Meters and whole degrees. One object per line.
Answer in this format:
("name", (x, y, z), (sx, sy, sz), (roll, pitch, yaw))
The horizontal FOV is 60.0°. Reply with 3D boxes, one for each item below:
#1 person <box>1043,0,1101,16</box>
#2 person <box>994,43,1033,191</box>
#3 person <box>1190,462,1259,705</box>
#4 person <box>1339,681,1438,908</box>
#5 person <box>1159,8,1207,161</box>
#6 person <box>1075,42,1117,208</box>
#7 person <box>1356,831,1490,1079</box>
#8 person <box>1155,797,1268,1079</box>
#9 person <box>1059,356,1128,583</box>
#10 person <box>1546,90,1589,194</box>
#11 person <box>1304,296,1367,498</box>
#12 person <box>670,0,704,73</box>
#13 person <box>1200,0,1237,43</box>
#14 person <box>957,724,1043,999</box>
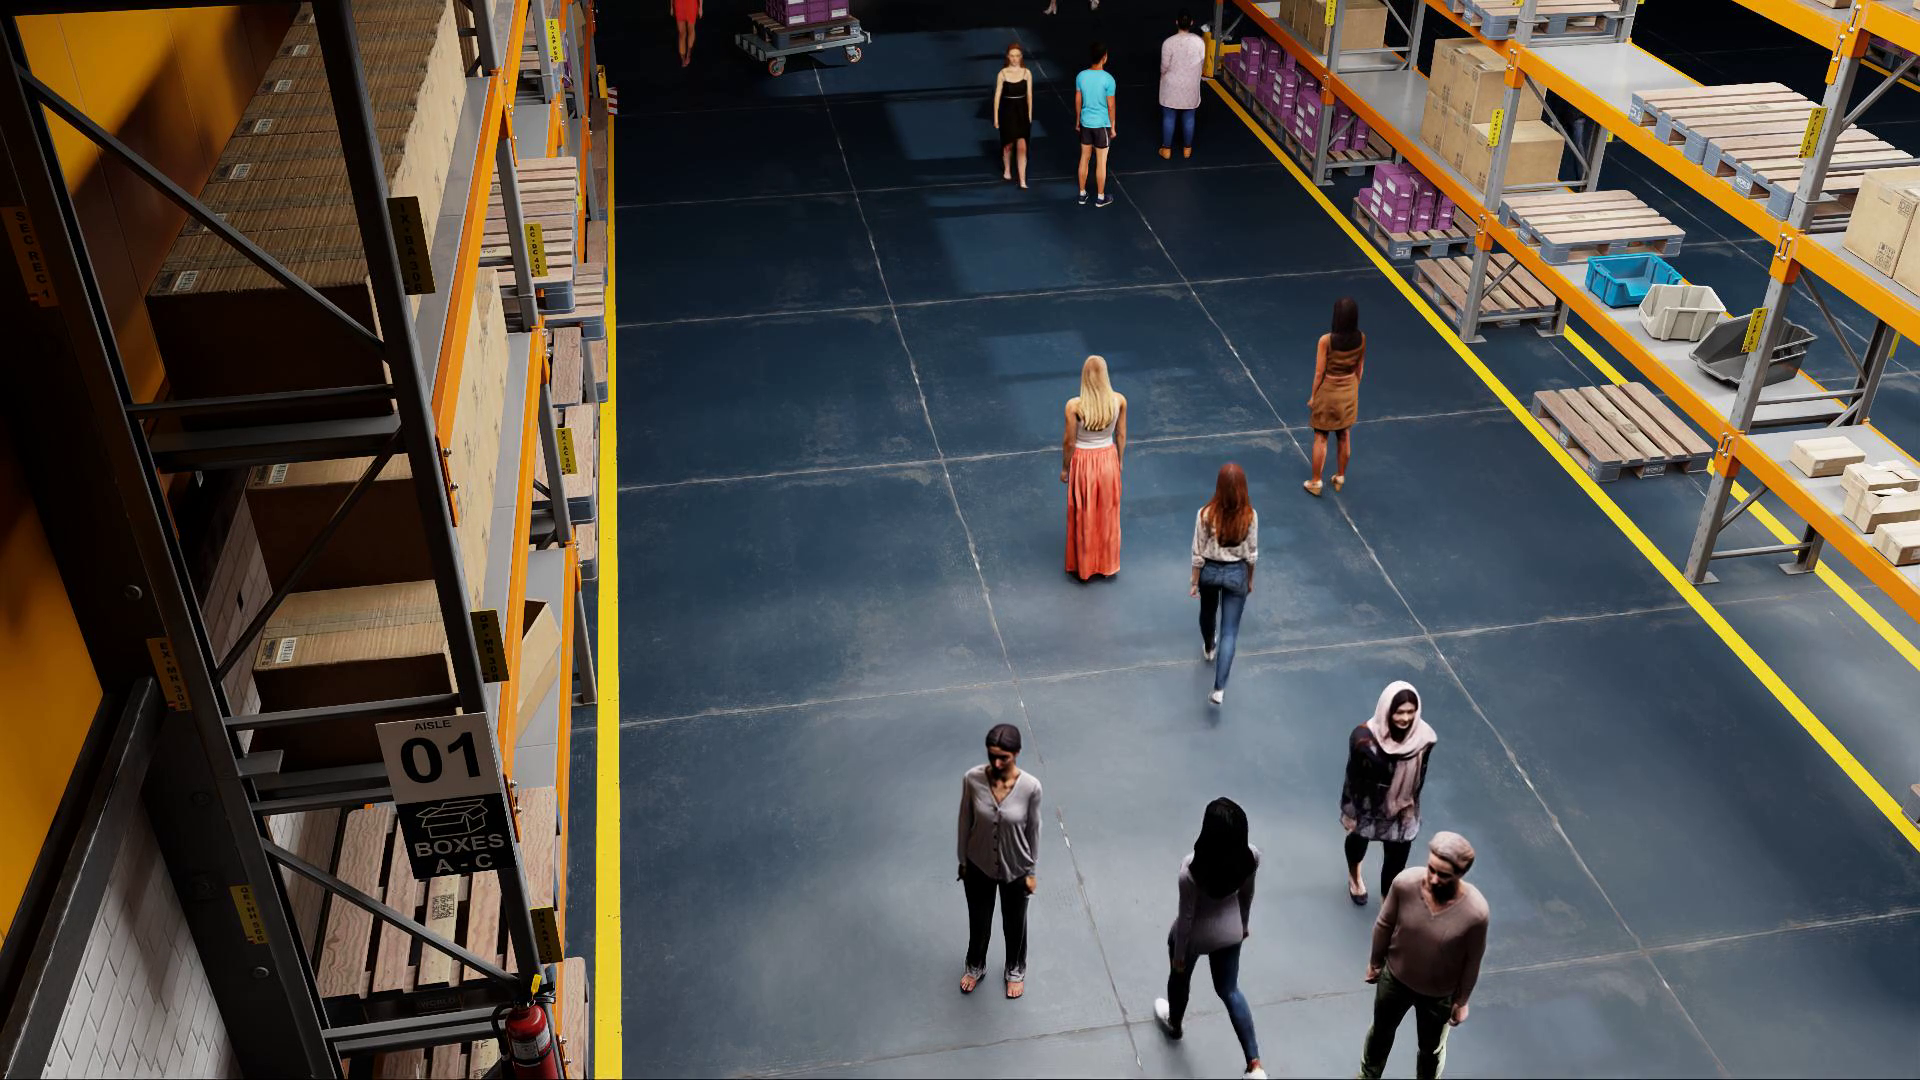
("person", (1.615, -8.364, 23.877), (1.089, 1.723, 1.099), (17, 37, 23))
("person", (0.587, -4.755, 18.570), (0.664, 1.587, 1.059), (-3, 34, -4))
("person", (1.724, 0.298, 10.870), (0.844, 1.695, 1.184), (6, 34, 8))
("person", (2.324, 1.395, 9.288), (0.679, 1.620, 0.870), (-2, 34, -4))
("person", (2.549, -5.274, 19.209), (0.695, 1.743, 0.631), (-3, 34, -5))
("person", (1.461, -4.495, 18.007), (0.692, 1.776, 0.723), (16, 37, 23))
("person", (2.213, 2.109, 7.982), (0.770, 1.875, 0.819), (19, 38, 26))
("person", (1.294, 2.036, 8.244), (0.782, 1.707, 1.142), (-13, 36, -19))
("person", (0.962, -0.498, 11.970), (0.619, 1.803, 0.574), (-5, 34, -7))
("person", (6.529, -4.456, 17.632), (0.702, 1.723, 1.135), (-6, 34, -9))
("person", (2.933, -1.117, 13.006), (0.585, 1.687, 0.531), (-9, 35, -13))
("person", (-3.618, -7.086, 21.999), (0.642, 1.673, 1.050), (-2, 34, -3))
("person", (3.563, -7.648, 22.801), (0.848, 1.721, 0.887), (-16, 37, -23))
("person", (0.205, 1.675, 8.728), (0.656, 1.774, 0.647), (6, 34, 8))
